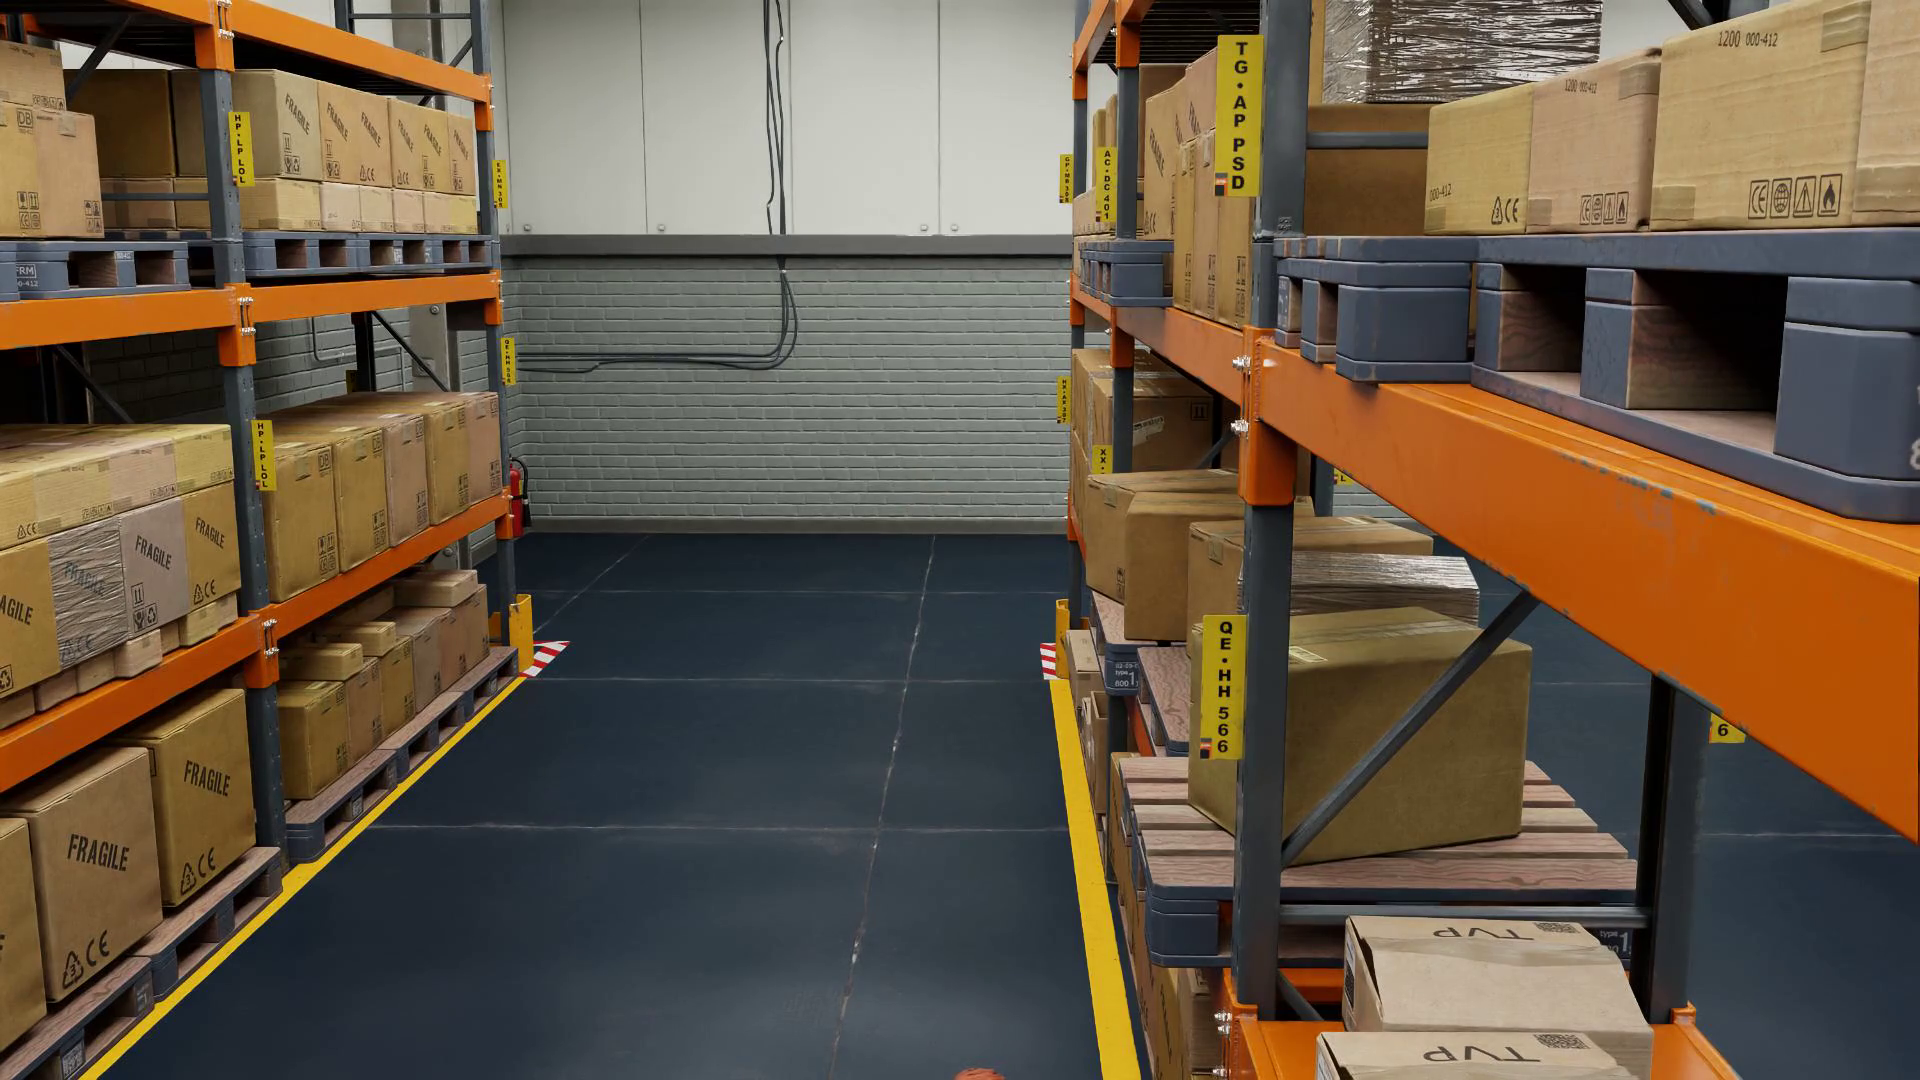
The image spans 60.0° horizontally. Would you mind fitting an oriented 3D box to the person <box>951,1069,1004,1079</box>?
[{"bbox_3d":[0.011,1.674,2.438,0.575,1.883,0.355,0,10,1],"label":"person"}]
